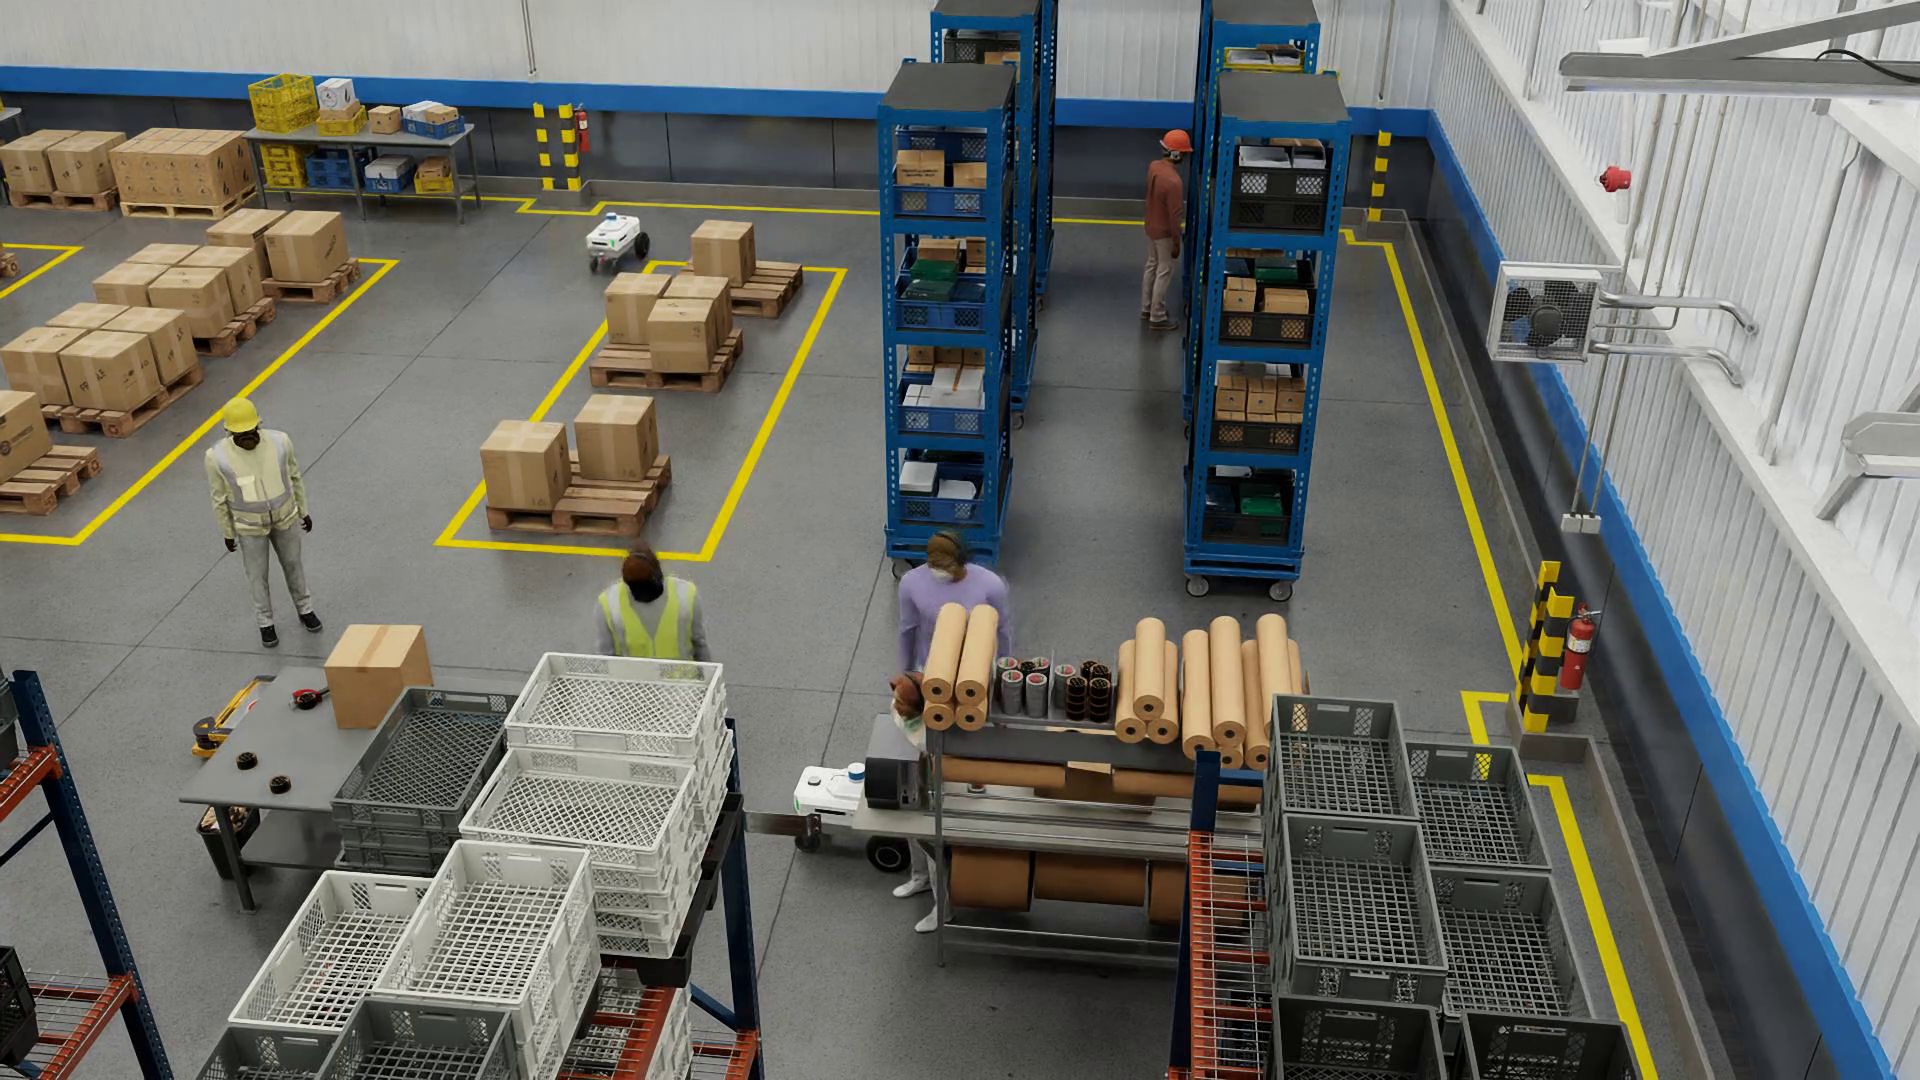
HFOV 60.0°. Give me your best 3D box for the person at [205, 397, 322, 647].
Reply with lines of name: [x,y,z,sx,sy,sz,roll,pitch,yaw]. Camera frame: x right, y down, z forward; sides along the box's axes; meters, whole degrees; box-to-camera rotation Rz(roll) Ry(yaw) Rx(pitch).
person: [-4.738,-0.142,11.348,0.600,1.830,0.404,-20,36,-30]

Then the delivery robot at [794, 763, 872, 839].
delivery robot: [-0.595,1.516,9.673,0.707,0.478,0.477,5,31,9]

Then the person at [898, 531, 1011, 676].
person: [-0.025,0.709,9.844,0.667,1.903,0.577,3,30,4]

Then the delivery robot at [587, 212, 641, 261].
delivery robot: [-3.729,-3.281,17.912,0.477,0.478,0.707,8,31,13]

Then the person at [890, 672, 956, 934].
person: [-0.210,1.387,8.928,0.322,1.631,0.514,-13,33,-22]

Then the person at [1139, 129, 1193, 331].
person: [1.997,-3.001,16.116,0.410,1.981,0.628,-9,31,-16]

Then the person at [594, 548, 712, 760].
person: [-1.798,0.766,9.810,0.662,1.812,0.724,-6,31,-11]
